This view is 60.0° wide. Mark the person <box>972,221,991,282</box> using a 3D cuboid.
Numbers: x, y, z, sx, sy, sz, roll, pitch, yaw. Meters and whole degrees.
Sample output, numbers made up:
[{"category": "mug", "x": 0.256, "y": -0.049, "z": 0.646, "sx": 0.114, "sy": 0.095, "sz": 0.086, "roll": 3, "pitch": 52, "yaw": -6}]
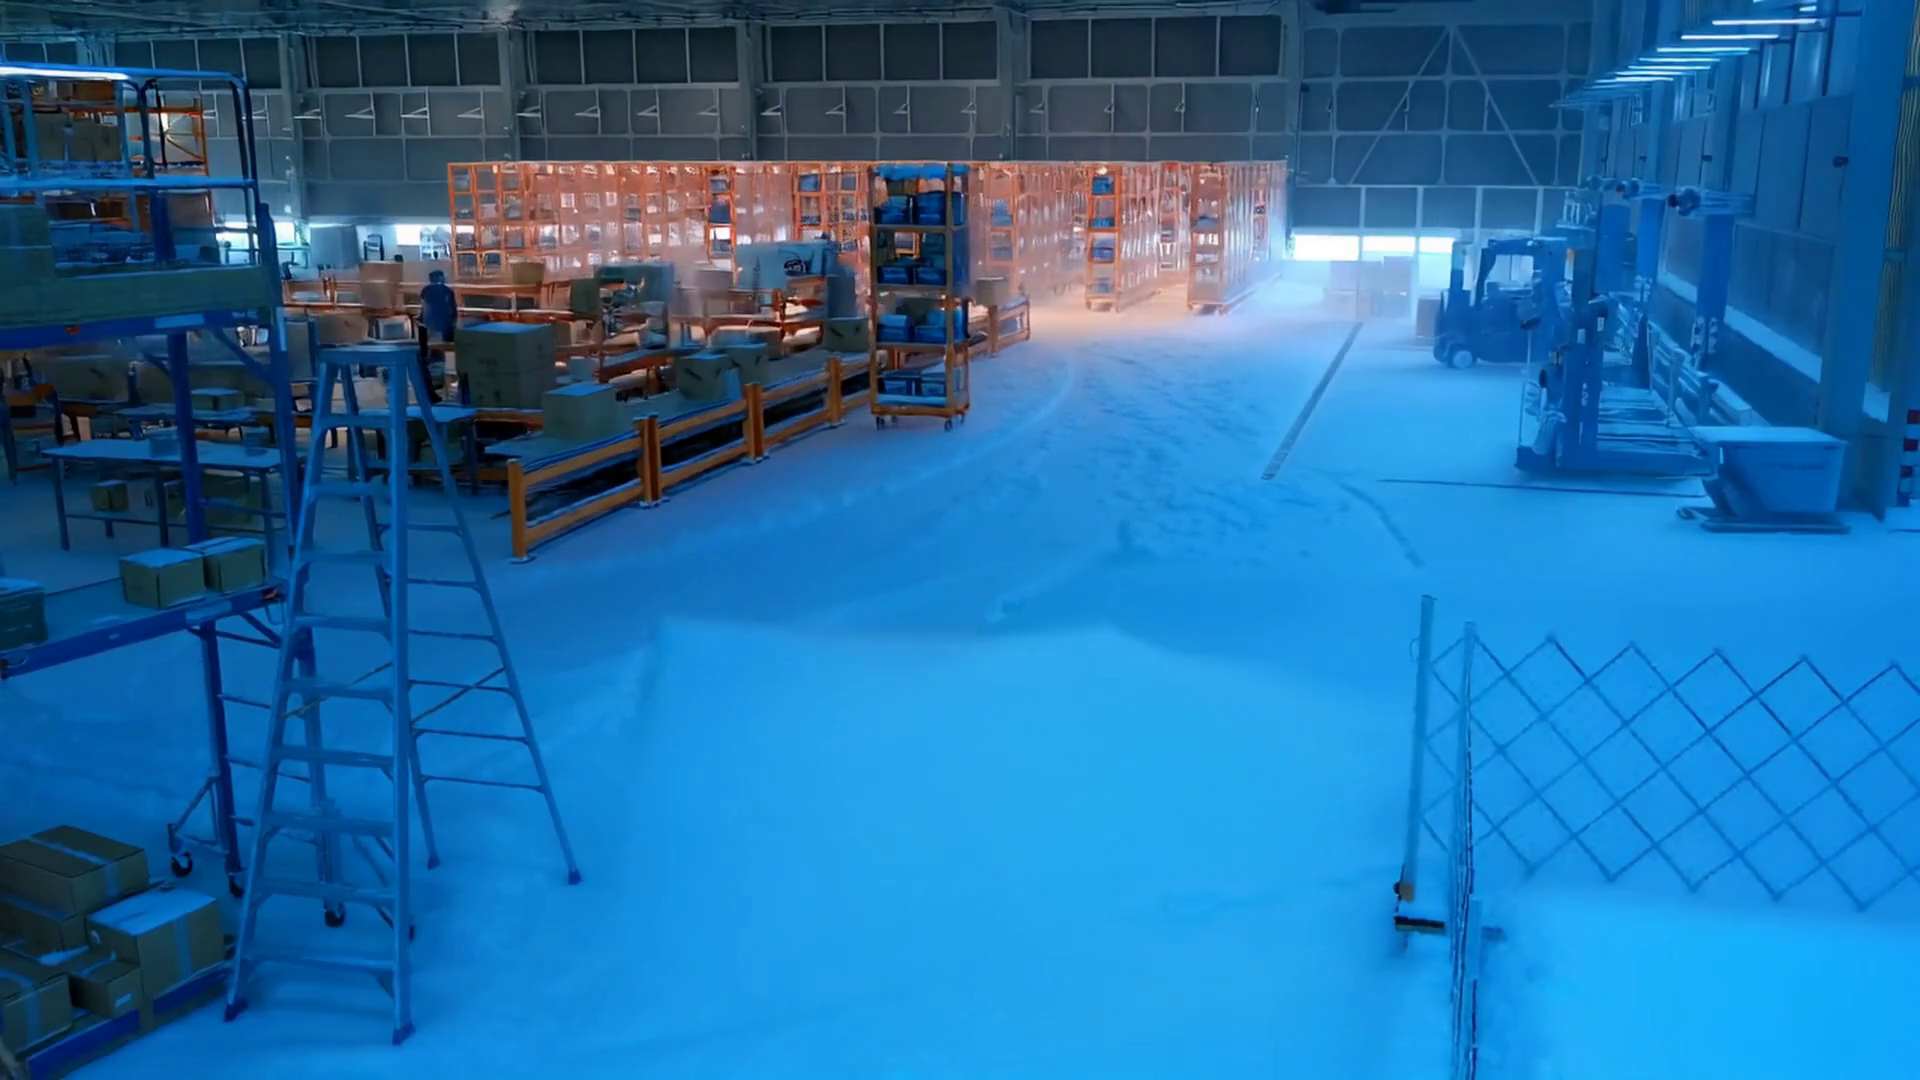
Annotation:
[{"category": "person", "x": 0.618, "y": -8.531, "z": 49.129, "sx": 0.854, "sy": 1.966, "sz": 0.618, "roll": 10, "pitch": 16, "yaw": 36}]

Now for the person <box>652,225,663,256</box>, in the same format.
[{"category": "person", "x": -9.449, "y": -9.211, "z": 52.390, "sx": 0.591, "sy": 1.812, "sz": 0.605, "roll": 5, "pitch": 14, "yaw": 21}]

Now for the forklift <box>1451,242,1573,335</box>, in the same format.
[{"category": "forklift", "x": 10.464, "y": -4.597, "z": 31.405, "sx": 2.680, "sy": 1.987, "sz": 1.157, "roll": 4, "pitch": 14, "yaw": 16}]

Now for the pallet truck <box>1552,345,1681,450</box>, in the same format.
[{"category": "pallet truck", "x": 8.641, "y": -1.896, "z": 21.908, "sx": 1.630, "sy": 1.274, "sz": 0.653, "roll": 4, "pitch": 14, "yaw": 16}]

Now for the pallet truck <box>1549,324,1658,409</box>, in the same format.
[{"category": "pallet truck", "x": 9.824, "y": -2.669, "z": 25.407, "sx": 1.601, "sy": 1.201, "sz": 0.680, "roll": 4, "pitch": 14, "yaw": 16}]

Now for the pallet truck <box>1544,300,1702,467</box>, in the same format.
[{"category": "pallet truck", "x": 8.263, "y": -1.952, "z": 20.631, "sx": 1.885, "sy": 1.965, "sz": 0.823, "roll": 5, "pitch": 14, "yaw": 20}]

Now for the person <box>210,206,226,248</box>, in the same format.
[{"category": "person", "x": -30.556, "y": -12.905, "z": 68.568, "sx": 0.571, "sy": 1.713, "sz": 0.829, "roll": -4, "pitch": 14, "yaw": -17}]

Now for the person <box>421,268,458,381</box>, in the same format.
[{"category": "person", "x": -8.762, "y": -3.632, "z": 28.127, "sx": 0.644, "sy": 1.899, "sz": 0.396, "roll": 4, "pitch": 14, "yaw": 15}]

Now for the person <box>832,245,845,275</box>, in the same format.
[{"category": "person", "x": -2.763, "y": -5.834, "z": 37.933, "sx": 0.367, "sy": 1.750, "sz": 0.542, "roll": 5, "pitch": 14, "yaw": 20}]

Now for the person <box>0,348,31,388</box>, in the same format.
[{"category": "person", "x": -13.553, "y": -2.626, "z": 23.697, "sx": 0.374, "sy": 1.928, "sz": 0.542, "roll": 12, "pitch": 18, "yaw": 42}]

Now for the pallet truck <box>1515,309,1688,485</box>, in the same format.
[{"category": "pallet truck", "x": 7.554, "y": -1.677, "z": 19.446, "sx": 1.885, "sy": 1.965, "sz": 0.823, "roll": 3, "pitch": 13, "yaw": 14}]

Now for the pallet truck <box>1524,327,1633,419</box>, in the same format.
[{"category": "pallet truck", "x": 9.065, "y": -2.460, "z": 24.370, "sx": 1.522, "sy": 1.261, "sz": 0.704, "roll": 3, "pitch": 13, "yaw": 14}]

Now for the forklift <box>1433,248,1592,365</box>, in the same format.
[{"category": "forklift", "x": 9.780, "y": -4.111, "z": 29.280, "sx": 2.680, "sy": 1.987, "sz": 1.157, "roll": 3, "pitch": 13, "yaw": 14}]

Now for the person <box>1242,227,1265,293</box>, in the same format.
[{"category": "person", "x": 8.082, "y": -7.778, "z": 46.207, "sx": 0.929, "sy": 1.799, "sz": 0.589, "roll": 5, "pitch": 14, "yaw": 22}]
